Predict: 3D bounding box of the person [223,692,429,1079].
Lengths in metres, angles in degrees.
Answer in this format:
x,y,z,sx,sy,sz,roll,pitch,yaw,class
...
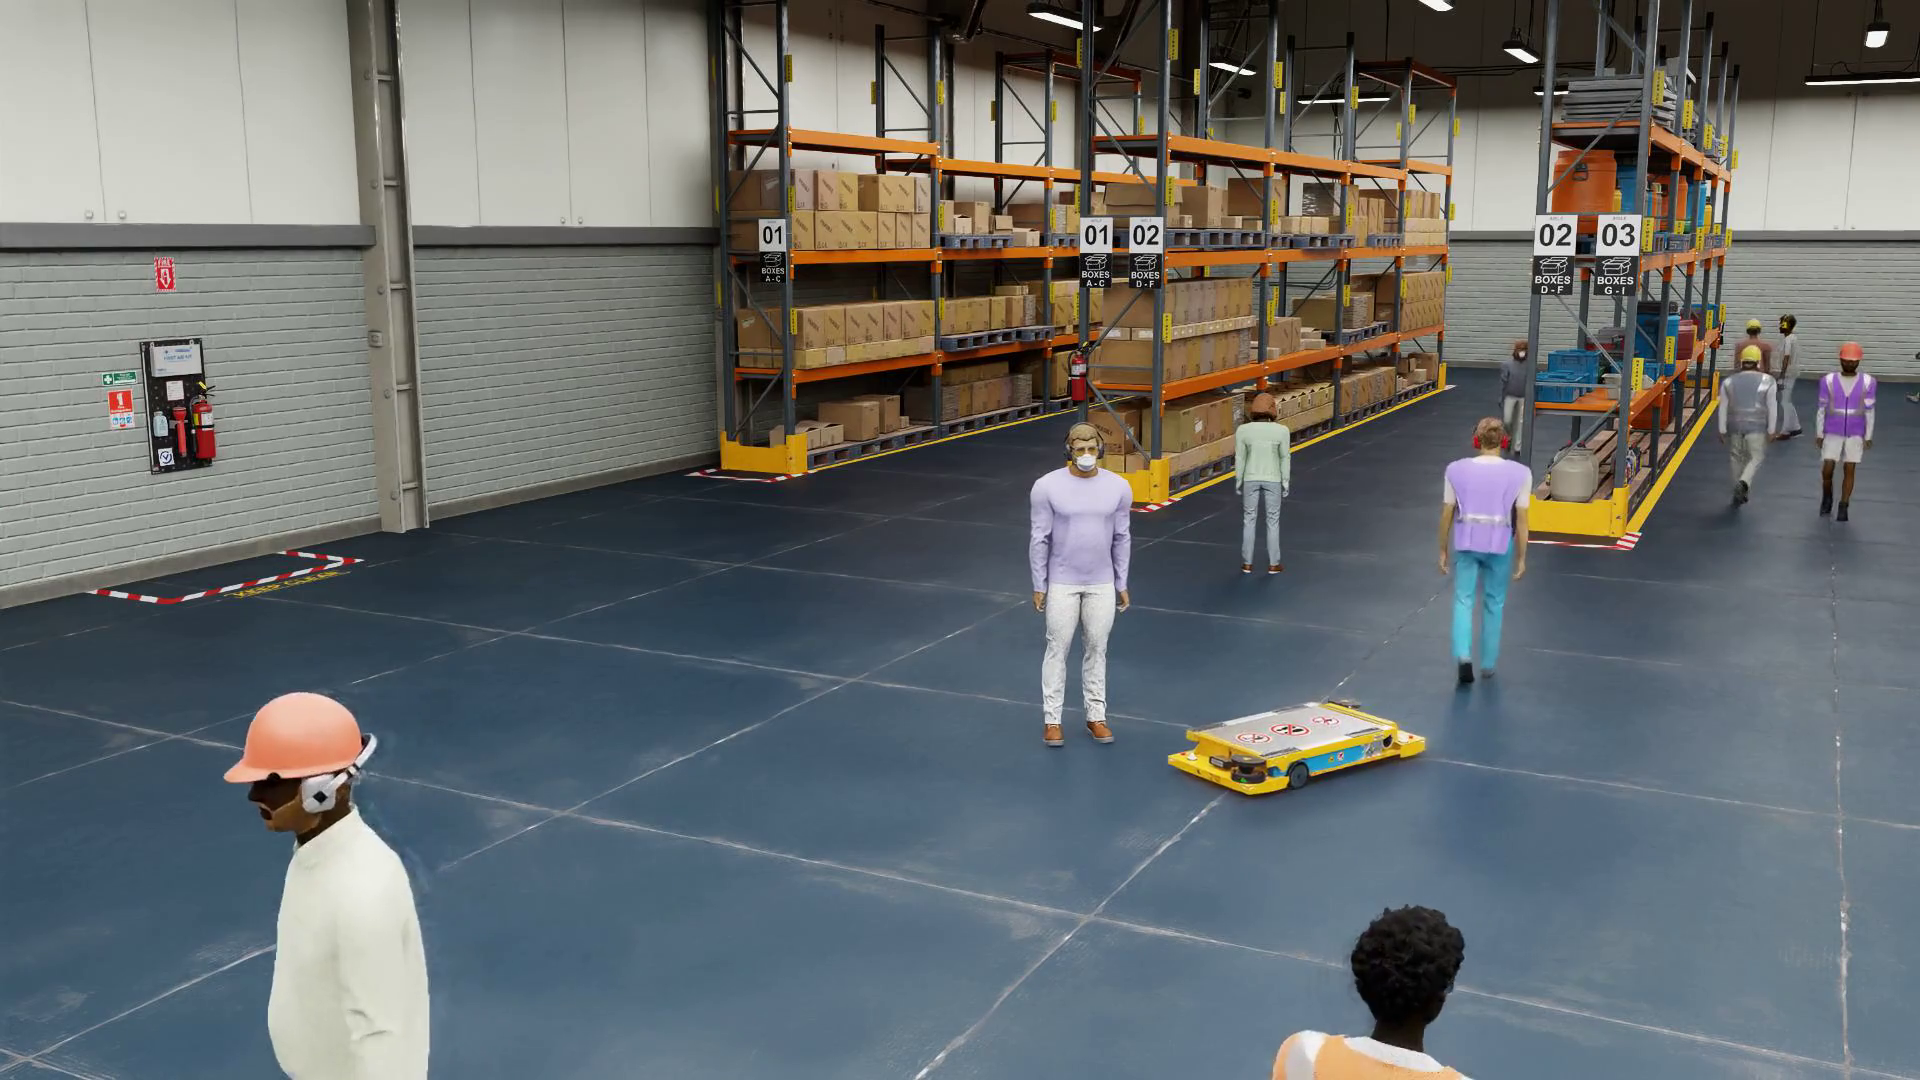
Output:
x,y,z,sx,sy,sz,roll,pitch,yaw,class
-1.449,1.322,4.040,0.513,1.977,0.637,-6,12,-31,person

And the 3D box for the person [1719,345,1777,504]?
x,y,z,sx,sy,sz,roll,pitch,yaw,class
8.803,-1.273,18.625,0.606,1.820,0.585,9,14,41,person

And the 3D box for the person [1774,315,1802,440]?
x,y,z,sx,sy,sz,roll,pitch,yaw,class
12.292,-2.388,24.637,0.450,1.857,0.717,6,12,30,person

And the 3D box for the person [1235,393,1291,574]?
x,y,z,sx,sy,sz,roll,pitch,yaw,class
2.721,-0.509,14.974,0.499,1.633,0.284,3,11,18,person

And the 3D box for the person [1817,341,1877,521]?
x,y,z,sx,sy,sz,roll,pitch,yaw,class
9.410,-1.147,17.687,0.553,1.922,0.419,5,12,27,person

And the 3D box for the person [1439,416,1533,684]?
x,y,z,sx,sy,sz,roll,pitch,yaw,class
3.537,0.078,11.246,0.574,1.832,0.659,4,11,21,person

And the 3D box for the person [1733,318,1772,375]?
x,y,z,sx,sy,sz,roll,pitch,yaw,class
12.255,-2.549,25.756,0.541,1.751,0.486,5,12,25,person

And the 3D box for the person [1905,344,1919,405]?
x,y,z,sx,sy,sz,roll,pitch,yaw,class
17.388,-3.400,29.770,1.013,1.977,0.665,-2,11,-9,person

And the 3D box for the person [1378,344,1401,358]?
x,y,z,sx,sy,sz,roll,pitch,yaw,class
8.779,-4.172,34.186,0.919,1.919,0.668,-1,10,-5,person

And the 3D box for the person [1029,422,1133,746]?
x,y,z,sx,sy,sz,roll,pitch,yaw,class
0.724,0.264,9.931,0.629,1.940,0.373,-2,11,-11,person

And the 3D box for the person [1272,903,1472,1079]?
x,y,z,sx,sy,sz,roll,pitch,yaw,class
0.939,1.564,3.582,0.539,1.670,0.739,6,12,31,person

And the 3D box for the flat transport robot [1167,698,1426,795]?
x,y,z,sx,sy,sz,roll,pitch,yaw,class
1.946,1.166,9.559,1.431,0.197,0.652,-7,13,-34,flat transport robot

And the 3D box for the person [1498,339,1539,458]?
x,y,z,sx,sy,sz,roll,pitch,yaw,class
7.624,-1.924,22.693,0.520,1.620,0.341,3,11,15,person
